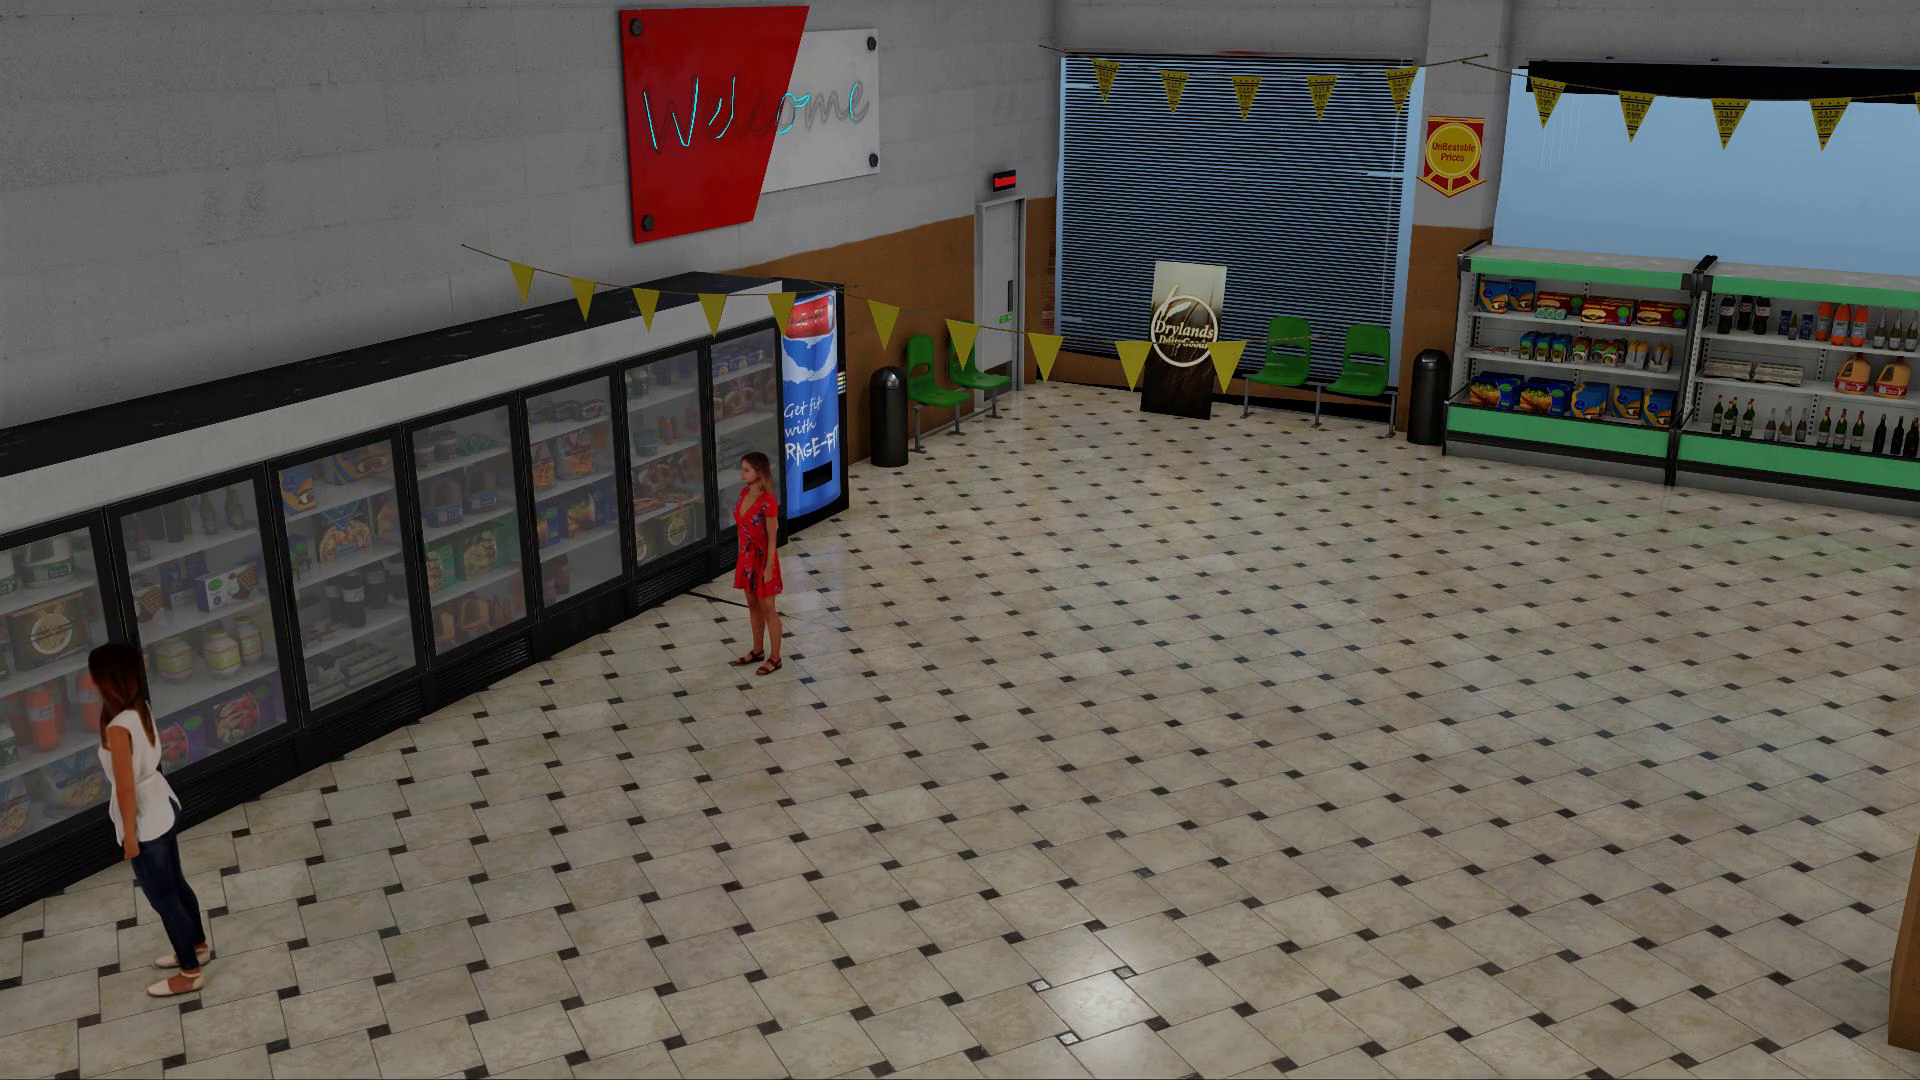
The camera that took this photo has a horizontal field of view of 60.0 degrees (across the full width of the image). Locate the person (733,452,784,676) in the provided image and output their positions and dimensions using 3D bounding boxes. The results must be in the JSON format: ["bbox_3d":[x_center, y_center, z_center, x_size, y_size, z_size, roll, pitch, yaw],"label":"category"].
[{"bbox_3d":[-1.401,0.149,11.640,0.697,1.593,0.581,-15,24,-38],"label":"person"}]

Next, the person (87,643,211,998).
[{"bbox_3d":[-3.825,1.317,7.889,0.717,1.777,0.661,-5,19,-15],"label":"person"}]
